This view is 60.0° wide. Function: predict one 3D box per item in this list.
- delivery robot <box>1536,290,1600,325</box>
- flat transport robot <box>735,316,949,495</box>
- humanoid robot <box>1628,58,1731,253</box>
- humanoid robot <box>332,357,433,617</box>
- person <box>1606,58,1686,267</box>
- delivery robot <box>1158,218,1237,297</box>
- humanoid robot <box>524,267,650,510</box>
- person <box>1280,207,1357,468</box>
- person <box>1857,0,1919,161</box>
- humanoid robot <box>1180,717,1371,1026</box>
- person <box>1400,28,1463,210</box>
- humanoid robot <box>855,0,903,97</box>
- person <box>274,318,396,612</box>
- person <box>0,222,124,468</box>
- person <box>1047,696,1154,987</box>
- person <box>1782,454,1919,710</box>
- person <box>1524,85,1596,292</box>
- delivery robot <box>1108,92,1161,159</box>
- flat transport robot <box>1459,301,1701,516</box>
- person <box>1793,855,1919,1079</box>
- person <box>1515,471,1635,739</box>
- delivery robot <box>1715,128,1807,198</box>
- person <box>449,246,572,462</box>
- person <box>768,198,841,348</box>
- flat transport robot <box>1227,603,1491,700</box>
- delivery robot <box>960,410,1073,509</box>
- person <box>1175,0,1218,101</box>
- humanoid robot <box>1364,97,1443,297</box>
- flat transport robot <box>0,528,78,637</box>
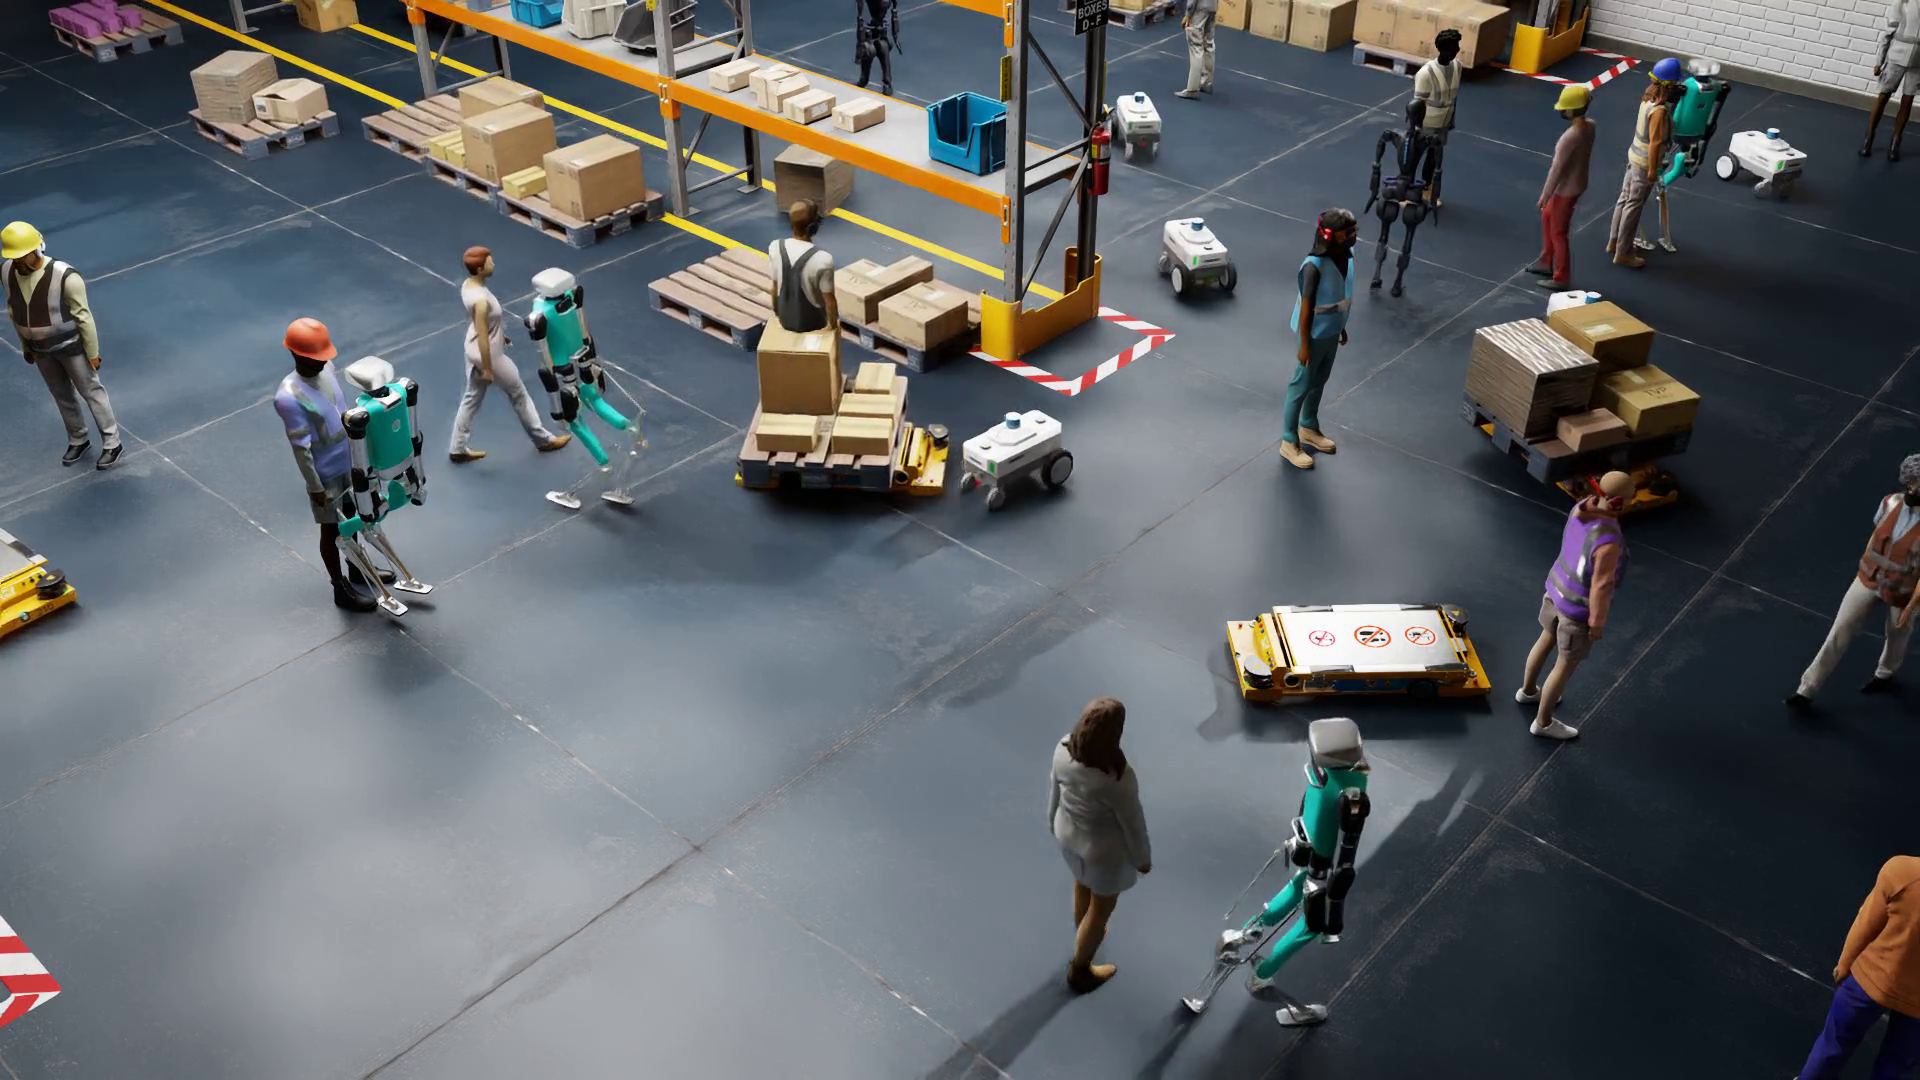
[{"bbox_3d":[4.860,-1.648,12.954,0.499,0.603,0.794,-8,35,-11],"label":"delivery robot"},{"bbox_3d":[-0.814,-0.588,11.662,1.431,0.231,0.659,3,35,4],"label":"flat transport robot"},{"bbox_3d":[6.081,-3.351,14.319,0.539,1.734,0.686,-6,35,-8],"label":"humanoid robot"},{"bbox_3d":[-3.529,-0.349,9.912,0.735,1.671,0.533,16,38,22],"label":"humanoid robot"},{"bbox_3d":[5.833,-3.209,14.128,0.305,1.781,0.462,4,35,5],"label":"person"},{"bbox_3d":[1.985,-2.429,14.069,0.514,0.585,0.732,-9,36,-13],"label":"delivery robot"},{"bbox_3d":[-2.383,-0.909,10.828,0.838,1.768,0.553,13,37,18],"label":"humanoid robot"},{"bbox_3d":[2.478,-1.409,11.446,0.528,1.866,0.393,-29,44,-35],"label":"person"},{"bbox_3d":[9.159,-4.633,16.067,0.548,1.927,0.390,13,37,18],"label":"person"},{"bbox_3d":[1.323,1.574,7.330,0.782,1.874,0.549,-3,35,-5],"label":"humanoid robot"},{"bbox_3d":[4.279,-3.793,15.052,0.533,1.692,0.320,-20,39,-27],"label":"person"},{"bbox_3d":[-0.906,-5.169,17.095,0.712,1.632,0.589,30,44,36],"label":"humanoid robot"},{"bbox_3d":[-3.772,-0.462,10.022,0.371,1.927,0.542,5,35,7],"label":"person"},{"bbox_3d":[-6.171,-1.335,11.380,0.589,1.825,0.403,6,35,9],"label":"person"},{"bbox_3d":[0.635,1.372,7.603,0.518,1.658,0.421,28,43,34],"label":"person"},{"bbox_3d":[5.127,0.264,9.209,0.863,1.640,0.440,-19,39,-25],"label":"person"},{"bbox_3d":[4.960,-2.912,13.735,0.605,1.727,0.587,28,43,34],"label":"person"},{"bbox_3d":[1.777,-4.165,16.582,0.499,0.583,0.767,-3,35,-4],"label":"delivery robot"},{"bbox_3d":[4.319,-0.635,11.731,0.659,0.231,1.431,-12,36,-17],"label":"flat transport robot"},{"bbox_3d":[3.830,1.788,6.729,0.517,1.972,0.405,19,39,25],"label":"person"},{"bbox_3d":[3.368,0.343,9.067,0.354,1.685,0.486,-1,35,-1],"label":"person"},{"bbox_3d":[7.630,-3.615,15.806,0.499,0.607,0.778,-12,36,-16],"label":"delivery robot"},{"bbox_3d":[-3.252,-1.277,11.471,0.845,1.616,0.436,-18,39,-25],"label":"person"},{"bbox_3d":[-1.070,-1.508,11.619,0.527,1.837,0.393,14,37,19],"label":"person"},{"bbox_3d":[2.348,0.664,9.848,1.431,0.231,0.659,-1,35,-1],"label":"flat transport robot"},{"bbox_3d":[0.365,-0.604,11.416,0.759,0.575,0.499,-27,43,-33],"label":"delivery robot"},{"bbox_3d":[2.552,-5.577,17.456,0.374,1.898,0.545,27,43,33],"label":"person"},{"bbox_3d":[3.629,-2.788,13.608,0.609,1.640,0.391,14,37,19],"label":"humanoid robot"},{"bbox_3d":[-6.284,0.202,10.517,1.431,0.231,0.659,24,41,30],"label":"flat transport robot"}]
